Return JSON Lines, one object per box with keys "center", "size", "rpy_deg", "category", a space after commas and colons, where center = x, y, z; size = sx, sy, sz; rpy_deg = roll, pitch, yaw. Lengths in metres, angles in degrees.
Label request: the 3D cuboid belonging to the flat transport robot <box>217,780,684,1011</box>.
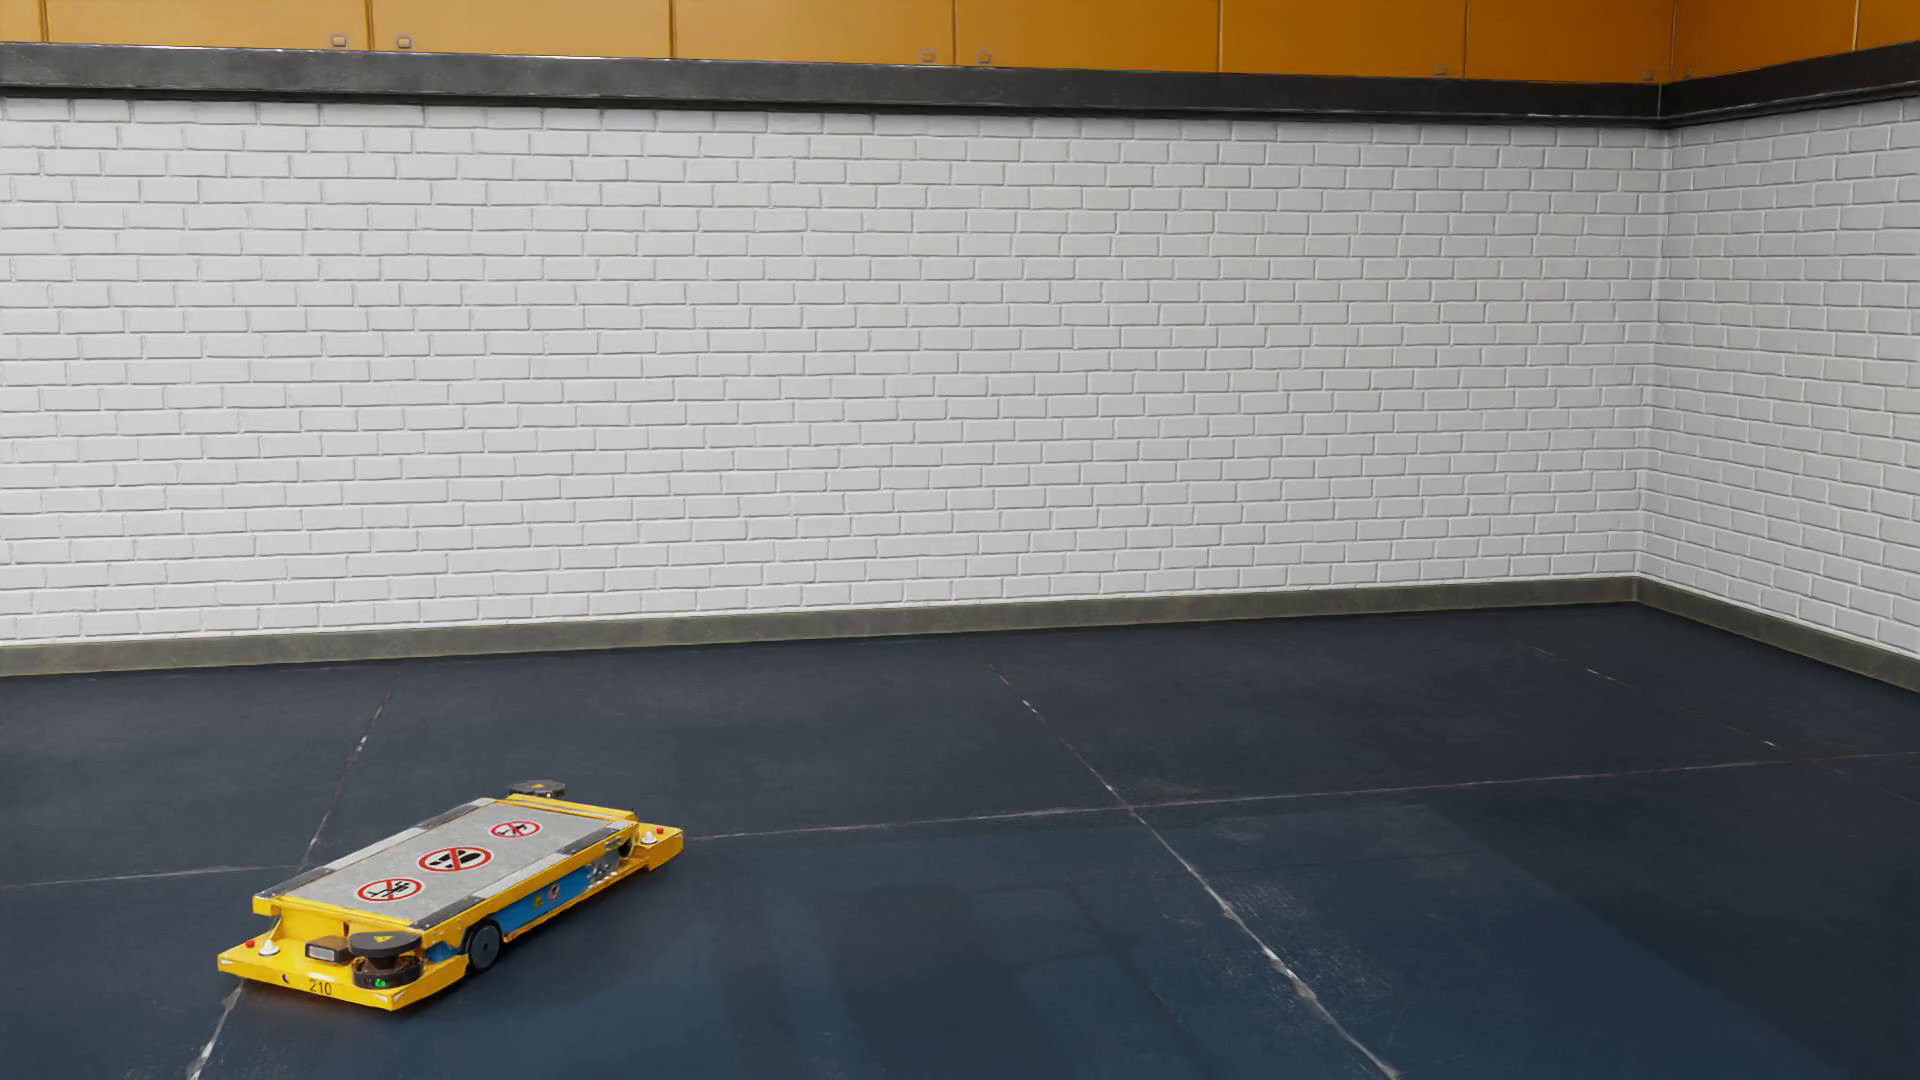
{"center": [-1.551, 1.078, 5.290], "size": [0.652, 0.197, 1.431], "rpy_deg": [4, 10, 24], "category": "flat transport robot"}
